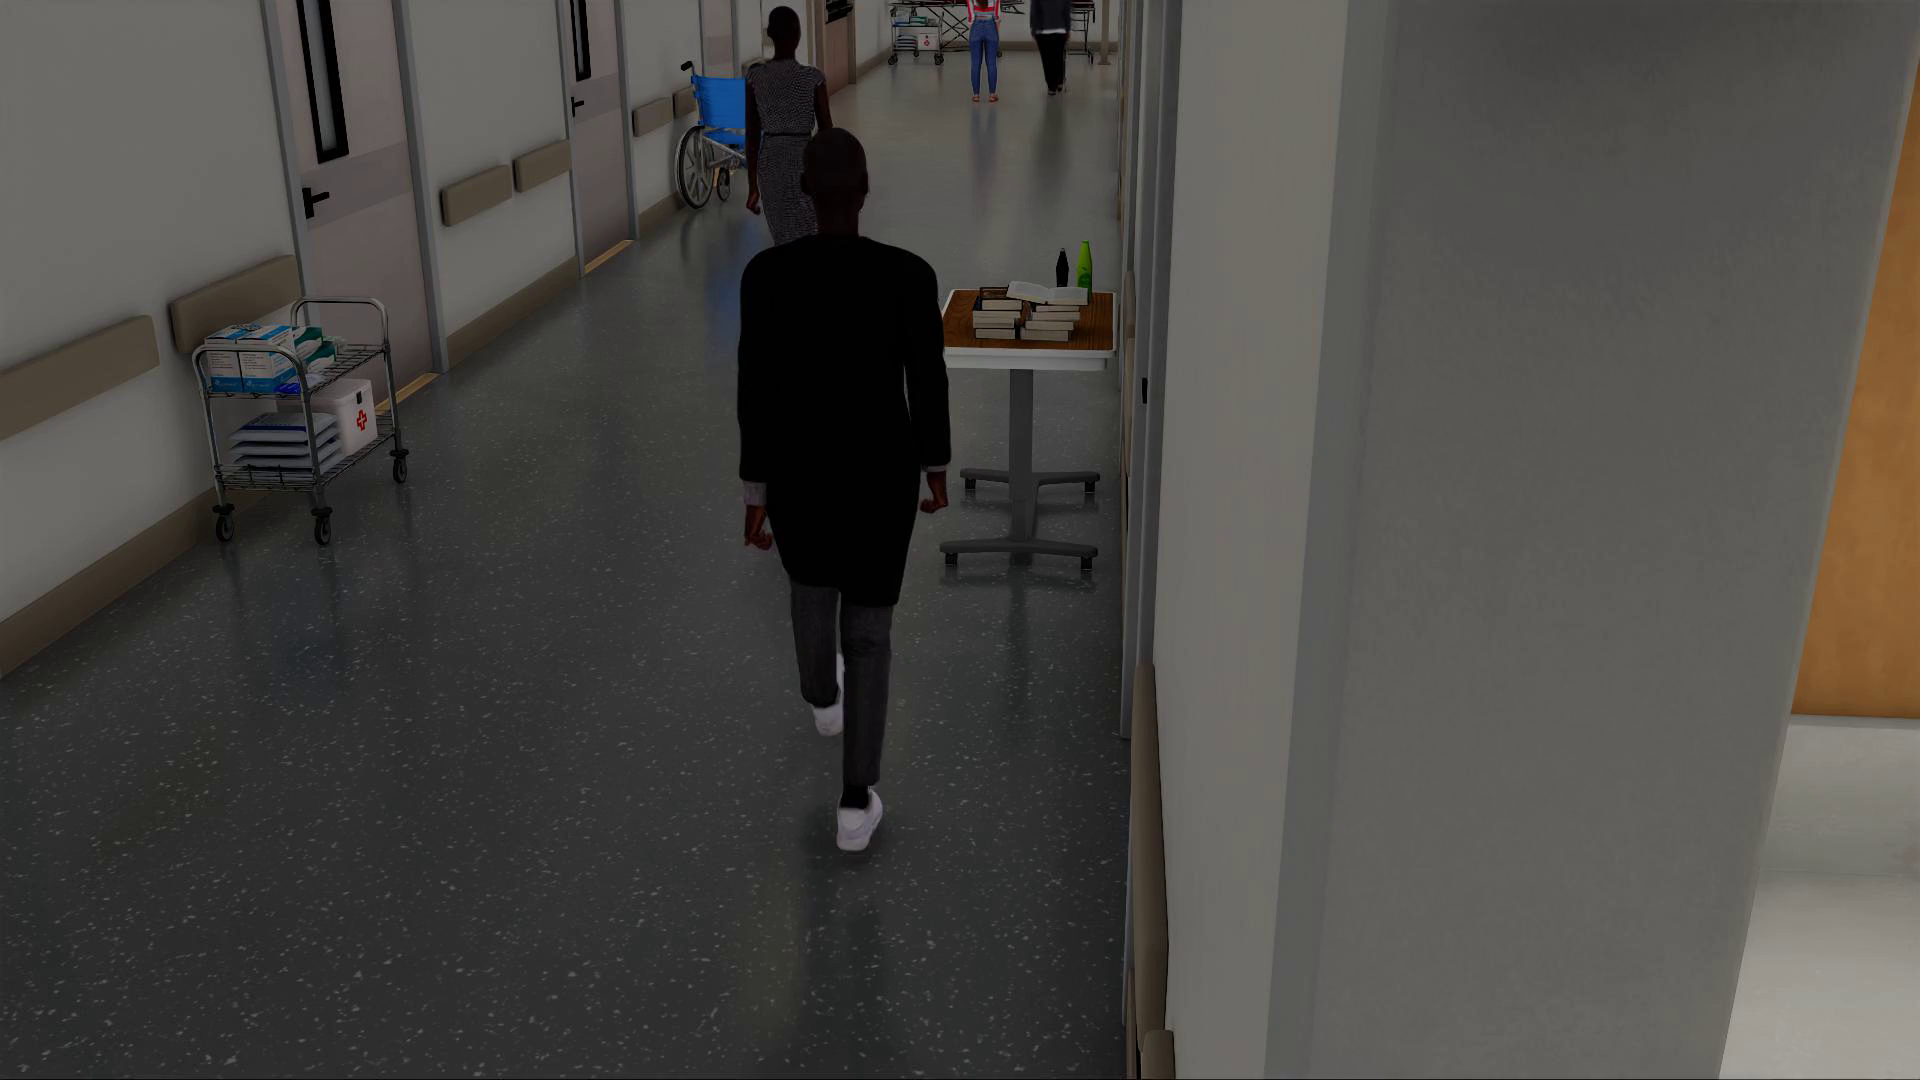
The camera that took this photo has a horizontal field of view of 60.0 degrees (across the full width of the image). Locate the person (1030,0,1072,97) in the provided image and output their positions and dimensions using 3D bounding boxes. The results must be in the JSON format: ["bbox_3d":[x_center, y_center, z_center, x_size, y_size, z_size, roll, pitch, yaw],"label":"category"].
[{"bbox_3d":[1.155,-6.412,20.978,0.766,1.583,0.756,-3,21,-8],"label":"person"}]

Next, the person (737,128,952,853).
[{"bbox_3d":[-0.298,-0.074,4.049,0.692,1.721,1.092,1,21,2],"label":"person"}]

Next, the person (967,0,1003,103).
[{"bbox_3d":[0.293,-6.244,20.492,0.578,1.613,0.496,2,21,5],"label":"person"}]

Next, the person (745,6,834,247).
[{"bbox_3d":[-0.877,-1.722,8.365,0.656,1.747,1.163,3,21,8],"label":"person"}]
